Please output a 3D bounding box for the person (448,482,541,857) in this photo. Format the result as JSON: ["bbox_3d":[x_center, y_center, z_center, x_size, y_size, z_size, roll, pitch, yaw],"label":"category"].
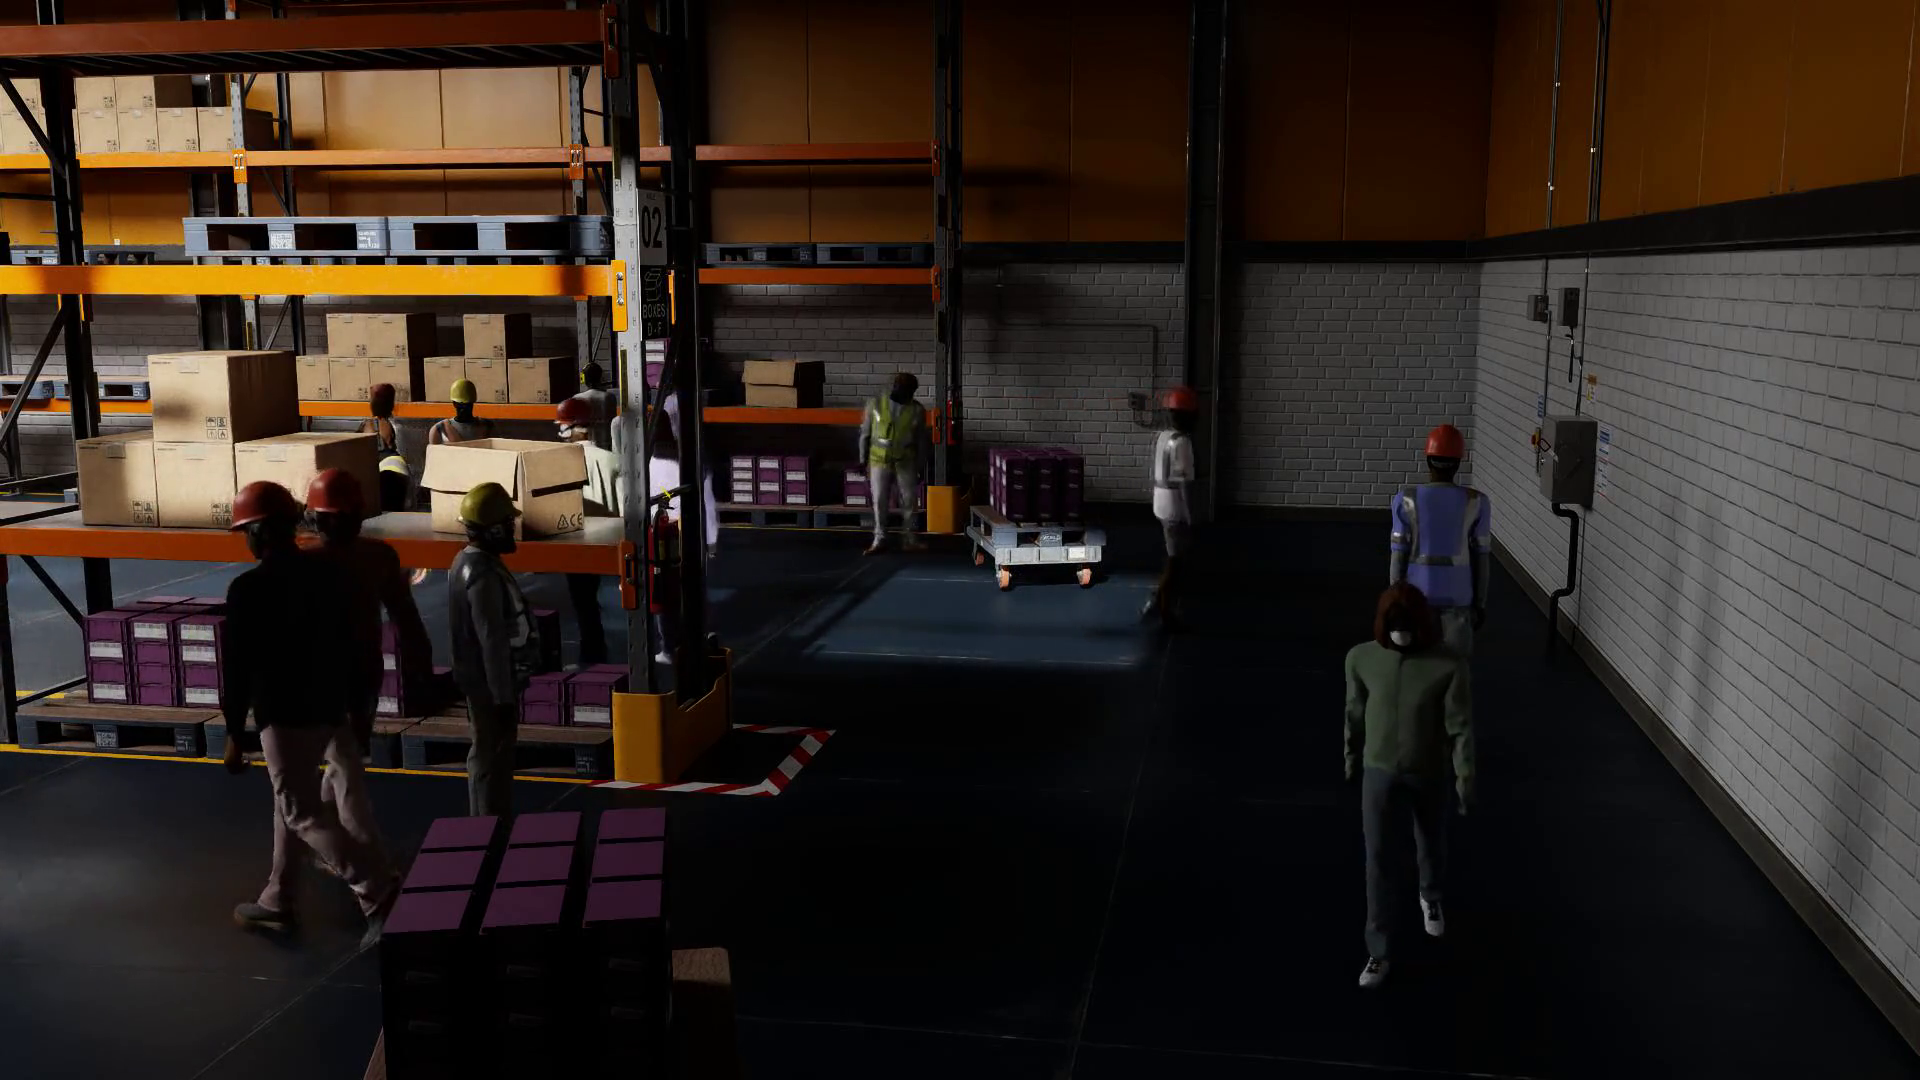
[{"bbox_3d":[-2.151,0.645,7.721,0.404,1.832,0.600,-4,10,-24],"label":"person"}]

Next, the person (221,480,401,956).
[{"bbox_3d":[-2.664,0.731,6.867,0.945,1.946,0.659,3,10,19],"label":"person"}]

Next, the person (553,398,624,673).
[{"bbox_3d":[-2.559,0.042,11.068,0.794,1.962,0.646,6,11,34],"label":"person"}]

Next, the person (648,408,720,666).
[{"bbox_3d":[-1.986,0.009,11.590,0.680,1.872,0.734,-6,11,-32],"label":"person"}]

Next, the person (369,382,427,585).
[{"bbox_3d":[-4.853,-0.435,14.326,0.522,1.865,0.617,-7,11,-36],"label":"person"}]

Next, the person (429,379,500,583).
[{"bbox_3d":[-4.092,-0.382,13.853,0.581,1.919,0.393,-5,11,-30],"label":"person"}]

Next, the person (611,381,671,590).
[{"bbox_3d":[-2.785,-0.479,14.546,0.574,1.883,0.355,-8,12,-39],"label":"person"}]

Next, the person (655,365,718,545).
[{"bbox_3d":[-2.889,-0.824,16.679,1.021,1.880,0.668,-5,10,-26],"label":"person"}]

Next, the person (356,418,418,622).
[{"bbox_3d":[-3.822,0.103,11.094,0.429,1.837,0.621,-3,10,-21],"label":"person"}]

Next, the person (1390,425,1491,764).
[{"bbox_3d":[2.719,0.312,9.466,0.552,1.937,0.356,2,9,13],"label":"person"}]

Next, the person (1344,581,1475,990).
[{"bbox_3d":[1.822,0.924,6.740,0.530,1.589,0.855,4,10,24],"label":"person"}]

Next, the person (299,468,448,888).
[{"bbox_3d":[-2.677,0.646,7.386,1.037,1.935,0.622,6,11,33],"label":"person"}]

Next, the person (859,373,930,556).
[{"bbox_3d":[-0.654,-0.735,16.392,0.697,1.810,0.431,-1,9,-4],"label":"person"}]

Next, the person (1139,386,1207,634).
[{"bbox_3d":[1.689,-0.215,12.795,0.402,1.924,0.562,-1,9,-4],"label":"person"}]

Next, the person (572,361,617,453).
[{"bbox_3d":[-3.793,-0.918,17.308,0.508,1.872,0.328,-6,11,-33],"label":"person"}]
